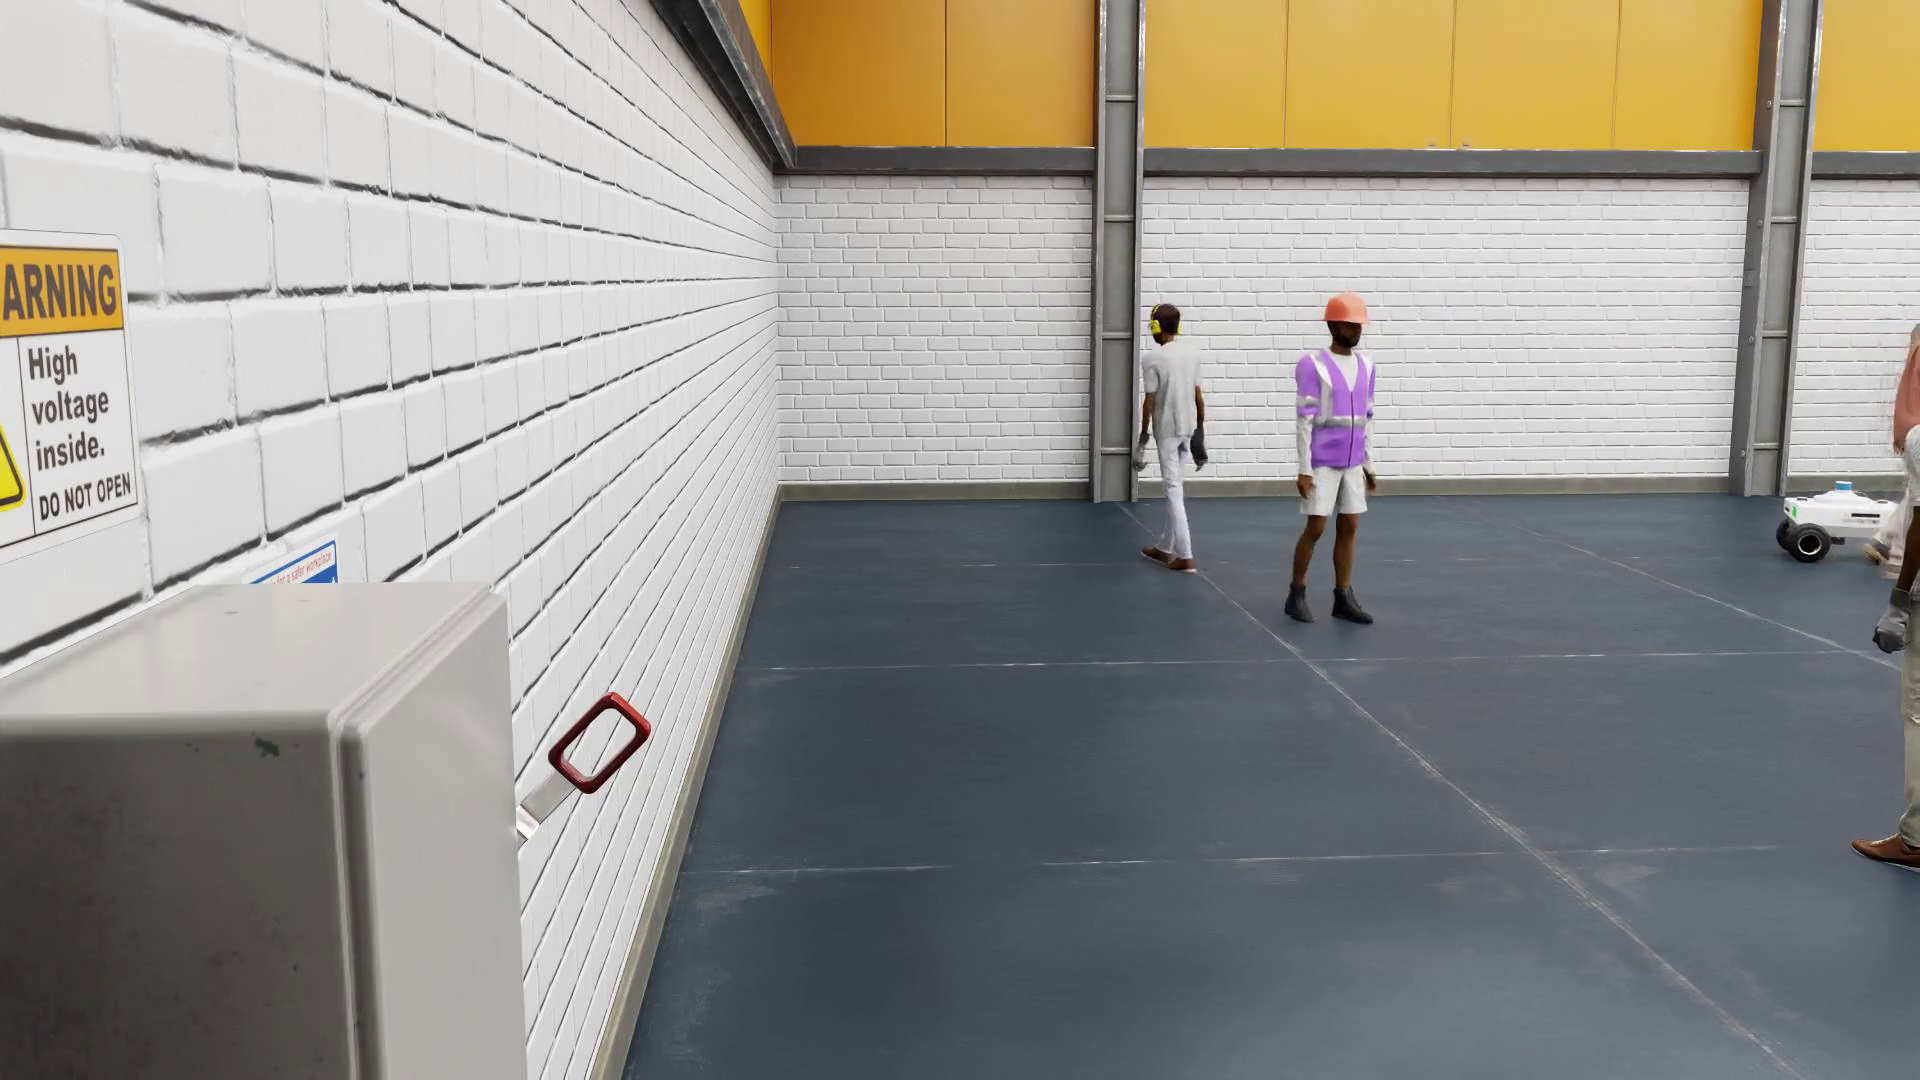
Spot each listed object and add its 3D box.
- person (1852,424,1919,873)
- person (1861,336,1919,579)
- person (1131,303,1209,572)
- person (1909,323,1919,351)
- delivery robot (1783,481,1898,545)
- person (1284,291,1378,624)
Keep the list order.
[{"bbox_3d":[3.339,0.199,5.646,0.533,1.870,0.315,-3,10,-19],"label":"person"},{"bbox_3d":[6.388,-0.681,10.900,0.484,1.952,0.646,2,9,14],"label":"person"},{"bbox_3d":[1.439,-0.711,11.485,0.565,1.859,0.550,-7,11,-36],"label":"person"},{"bbox_3d":[8.718,-1.283,14.732,0.356,1.938,0.633,-6,11,-32],"label":"person"},{"bbox_3d":[6.254,-0.173,11.802,0.707,0.478,0.477,3,9,16],"label":"delivery robot"},{"bbox_3d":[2.193,-0.471,9.662,0.547,1.942,0.368,-4,10,-26],"label":"person"}]
